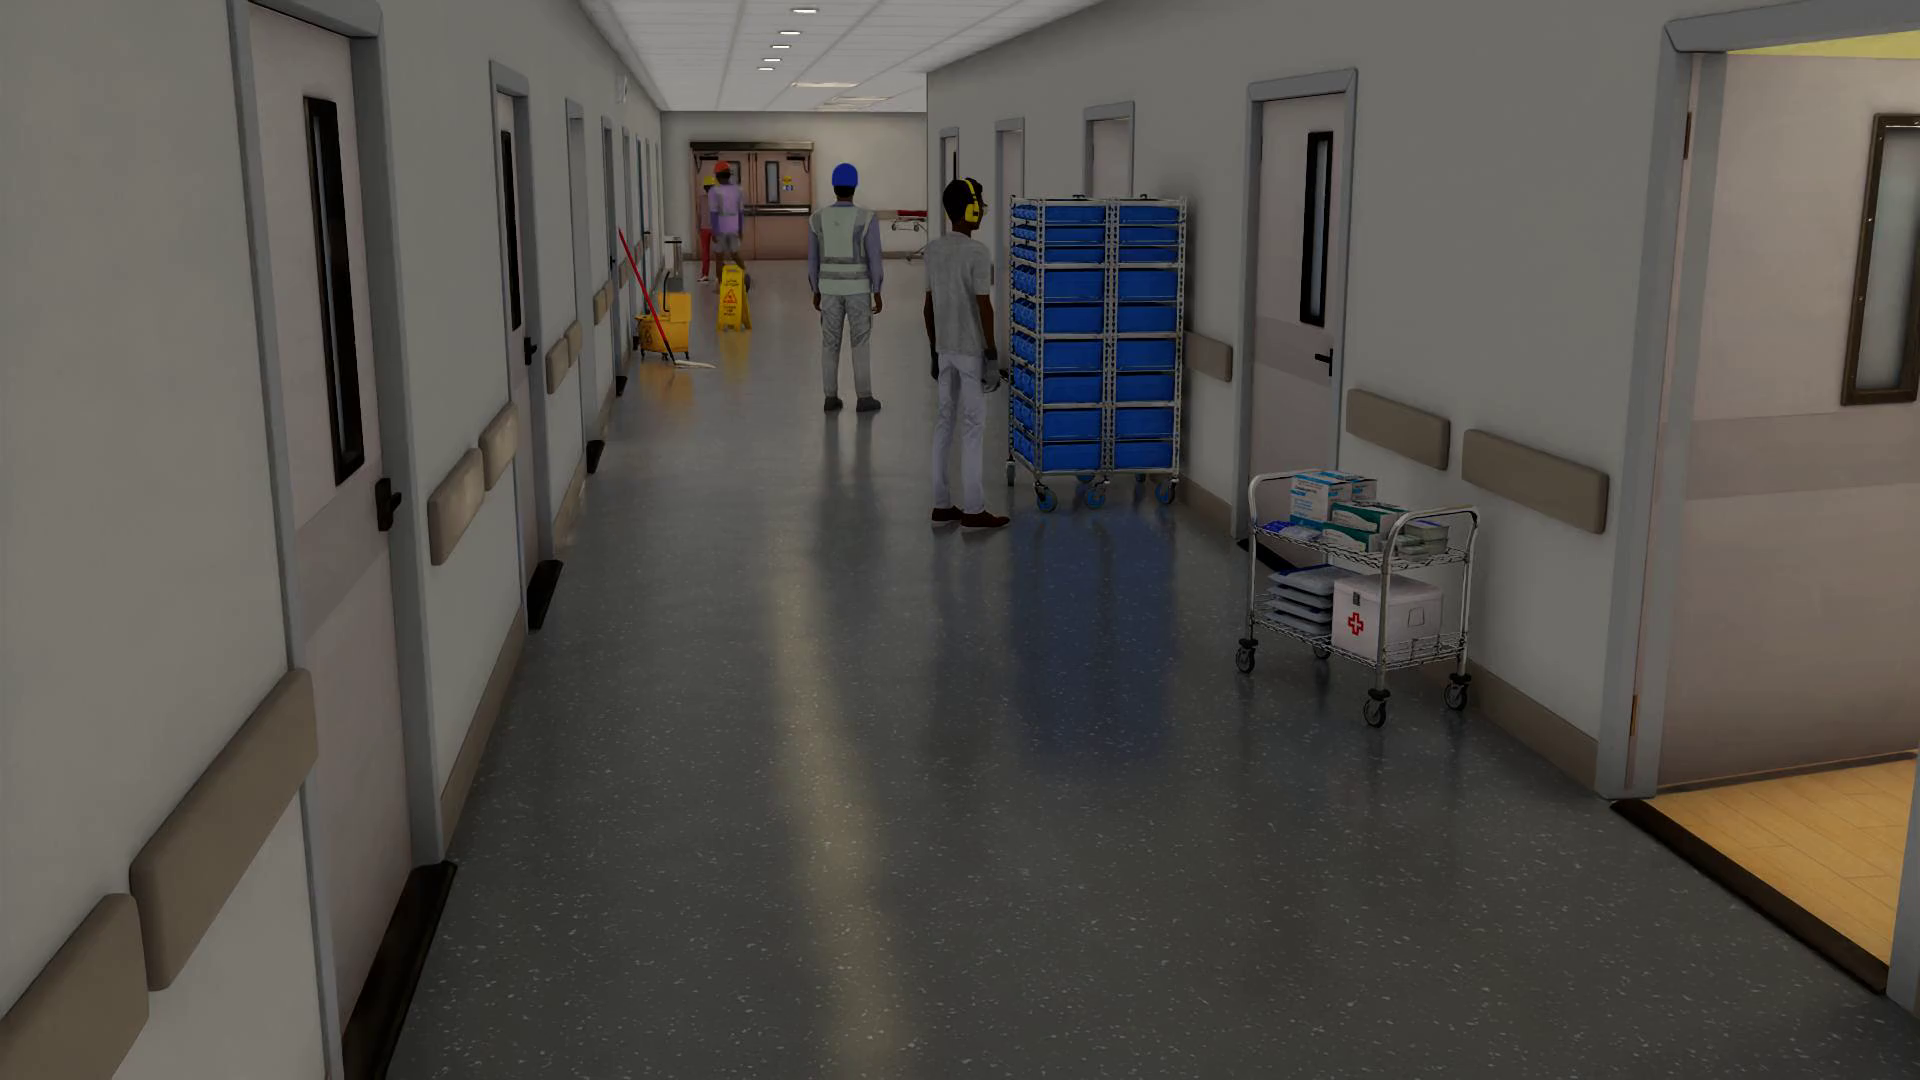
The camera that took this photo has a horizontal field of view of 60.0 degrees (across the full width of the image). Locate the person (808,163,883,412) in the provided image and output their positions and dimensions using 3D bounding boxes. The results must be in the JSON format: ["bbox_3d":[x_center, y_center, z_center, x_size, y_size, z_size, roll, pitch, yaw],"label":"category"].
[{"bbox_3d":[-0.896,-1.988,13.179,0.615,1.947,0.389,4,13,17],"label":"person"}]

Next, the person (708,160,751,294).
[{"bbox_3d":[-3.501,-4.714,25.139,0.616,2.024,0.854,-9,16,-36],"label":"person"}]

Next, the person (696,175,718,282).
[{"bbox_3d":[-4.201,-5.239,28.029,0.524,1.769,0.316,3,13,13],"label":"person"}]

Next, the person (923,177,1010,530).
[{"bbox_3d":[0.026,-0.989,8.926,0.328,1.872,0.509,-12,18,-44],"label":"person"}]
